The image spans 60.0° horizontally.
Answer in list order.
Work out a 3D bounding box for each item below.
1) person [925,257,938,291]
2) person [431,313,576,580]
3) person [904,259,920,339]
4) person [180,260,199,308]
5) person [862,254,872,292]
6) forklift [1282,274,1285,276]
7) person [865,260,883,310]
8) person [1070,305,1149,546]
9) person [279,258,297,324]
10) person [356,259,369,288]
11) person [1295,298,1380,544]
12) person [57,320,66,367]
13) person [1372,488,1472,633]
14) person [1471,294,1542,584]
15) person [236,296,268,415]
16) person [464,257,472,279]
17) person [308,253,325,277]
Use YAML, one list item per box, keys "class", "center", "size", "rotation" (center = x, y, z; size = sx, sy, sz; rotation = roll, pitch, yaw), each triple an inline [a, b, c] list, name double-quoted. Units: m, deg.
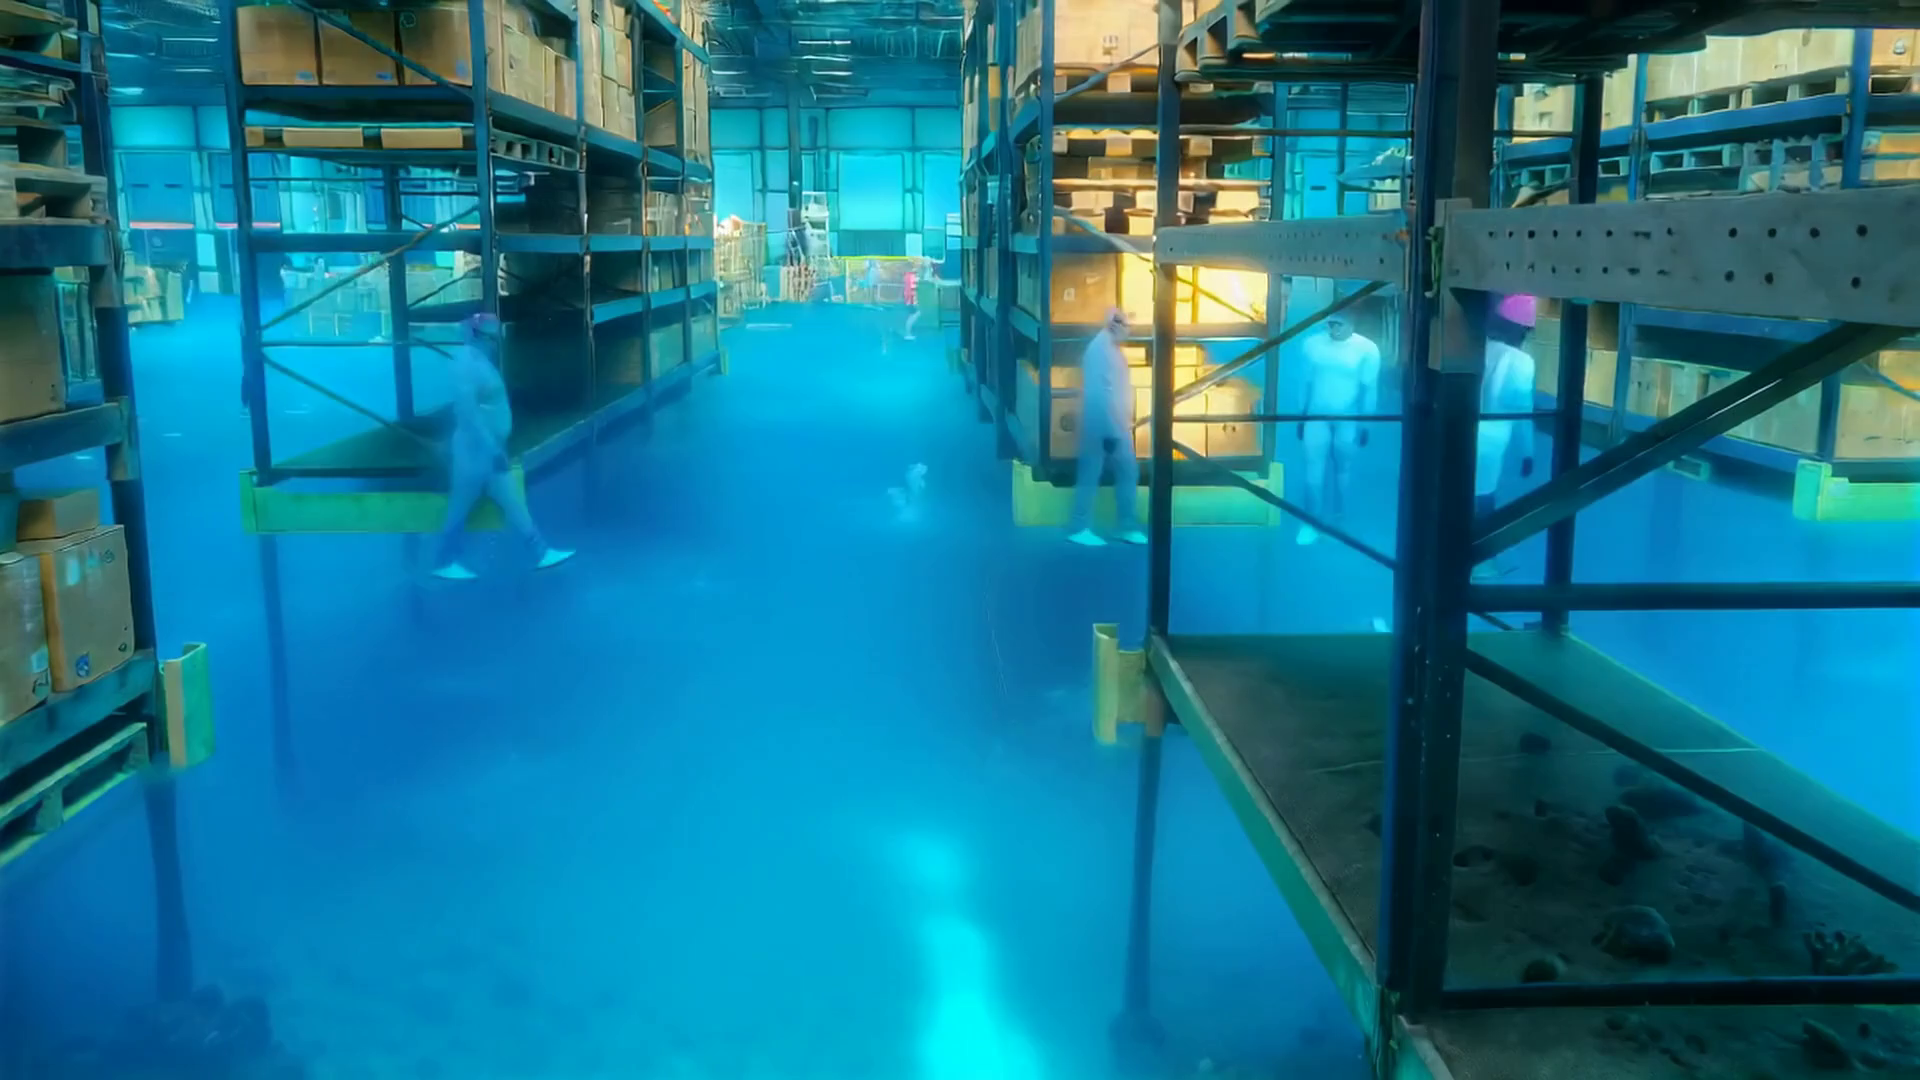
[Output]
- class: "person"
  center: [-0.953, -8.373, 54.649]
  size: [0.506, 1.846, 0.349]
  rotation: [9, 13, 40]
- class: "person"
  center: [-3.237, -0.635, 11.512]
  size: [0.987, 1.849, 0.647]
  rotation: [0, 10, -1]
- class: "person"
  center: [-1.138, -5.780, 40.000]
  size: [0.505, 1.919, 0.554]
  rotation: [-1, 10, -6]
- class: "person"
  center: [-27.417, -9.093, 59.111]
  size: [0.709, 1.668, 0.557]
  rotation: [-5, 11, -27]
- class: "person"
  center: [-3.570, -10.050, 63.957]
  size: [0.592, 1.863, 0.754]
  rotation: [5, 11, 26]
- class: "forklift"
  center: [12.240, -10.302, 62.509]
  size: [1.129, 2.768, 1.873]
  rotation: [0, 10, -2]
- class: "person"
  center: [-2.955, -8.812, 57.509]
  size: [0.609, 1.703, 0.504]
  rotation: [-9, 14, -43]
- class: "person"
  center: [1.191, -0.849, 12.681]
  size: [0.818, 1.861, 0.667]
  rotation: [5, 11, 27]
- class: "person"
  center: [-19.160, -7.099, 47.509]
  size: [0.306, 1.861, 0.532]
  rotation: [10, 14, 44]
- class: "person"
  center: [-18.260, -7.694, 50.913]
  size: [0.608, 1.830, 0.640]
  rotation: [-3, 11, -19]
- class: "person"
  center: [2.873, -0.898, 12.834]
  size: [0.642, 1.904, 0.814]
  rotation: [5, 11, 24]
- class: "person"
  center: [-12.257, -2.450, 22.170]
  size: [0.543, 1.663, 0.863]
  rotation: [0, 10, 0]
- class: "person"
  center: [2.559, -0.170, 9.029]
  size: [0.540, 1.824, 0.566]
  rotation: [-1, 10, -4]
- class: "person"
  center: [3.585, -0.657, 11.246]
  size: [0.879, 1.986, 0.625]
  rotation: [-4, 11, -21]
- class: "person"
  center: [-9.558, -2.516, 22.479]
  size: [0.485, 1.676, 0.554]
  rotation: [-5, 11, -26]
- class: "person"
  center: [-19.075, -10.074, 64.368]
  size: [0.654, 1.747, 0.536]
  rotation: [0, 10, -3]
- class: "person"
  center: [-25.782, -10.552, 66.647]
  size: [0.604, 1.901, 0.706]
  rotation: [-6, 12, -29]
